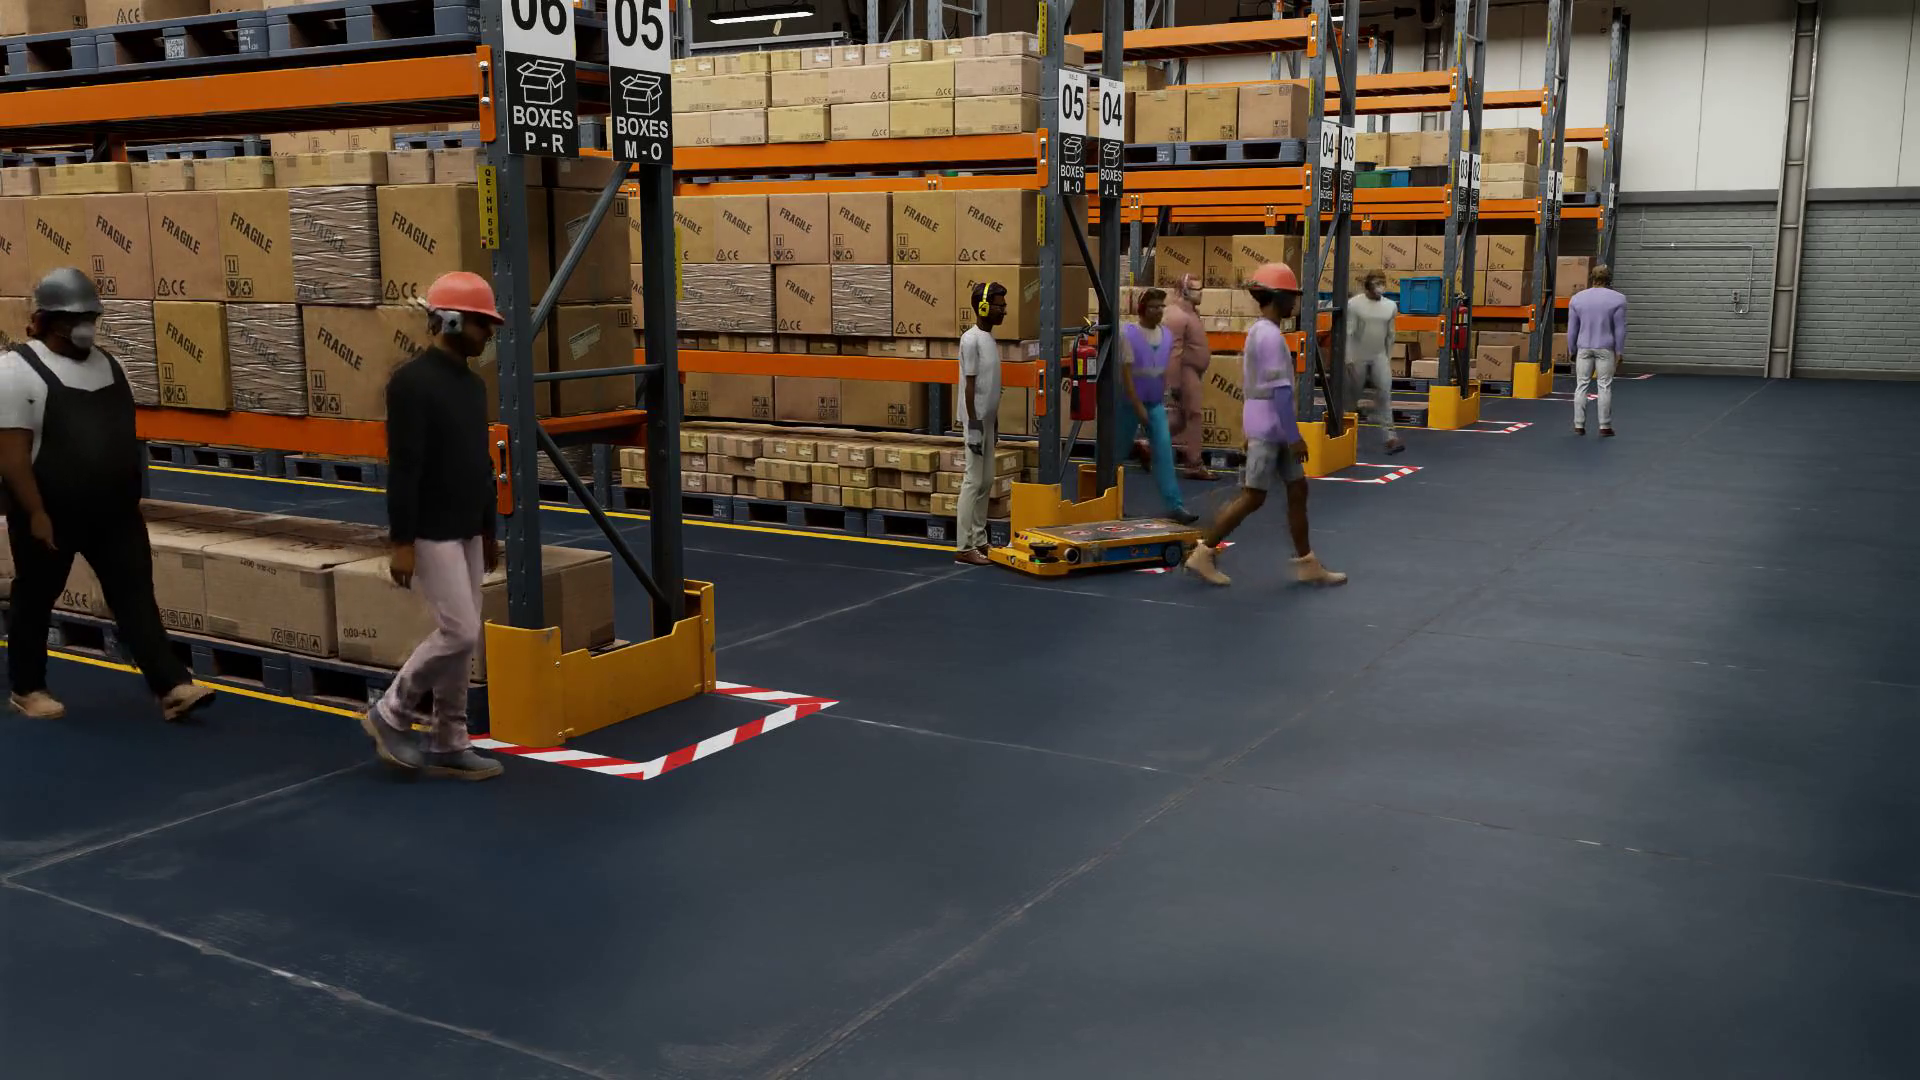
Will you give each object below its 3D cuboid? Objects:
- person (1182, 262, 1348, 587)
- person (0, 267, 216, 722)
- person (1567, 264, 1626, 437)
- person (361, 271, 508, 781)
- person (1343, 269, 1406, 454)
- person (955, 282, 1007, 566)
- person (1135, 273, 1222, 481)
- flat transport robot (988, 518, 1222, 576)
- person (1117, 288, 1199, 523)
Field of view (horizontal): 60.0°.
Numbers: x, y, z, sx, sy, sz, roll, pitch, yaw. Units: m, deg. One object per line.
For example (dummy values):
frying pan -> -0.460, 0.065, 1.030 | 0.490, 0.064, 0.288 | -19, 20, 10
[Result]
person -> 1.863, -0.682, 10.132 | 0.992, 1.995, 0.606 | 2, 10, 11
person -> -3.777, -0.201, 7.161 | 1.062, 2.000, 0.692 | 5, 11, 28
person -> 7.164, -2.129, 18.748 | 0.627, 1.940, 0.376 | 7, 12, 34
person -> -1.984, -0.037, 6.398 | 0.487, 1.970, 0.648 | 2, 10, 12
person -> 4.225, -1.815, 17.048 | 0.656, 1.894, 0.983 | -2, 10, -13
person -> 0.150, -0.763, 10.990 | 0.325, 1.860, 0.515 | 3, 10, 20
person -> 1.996, -1.482, 15.122 | 0.765, 1.880, 0.651 | 3, 10, 17
flat transport robot -> 0.962, 0.029, 10.988 | 1.431, 0.197, 0.652 | -5, 11, -28
person -> 1.421, -1.030, 12.755 | 0.555, 1.786, 0.957 | -6, 11, -32
